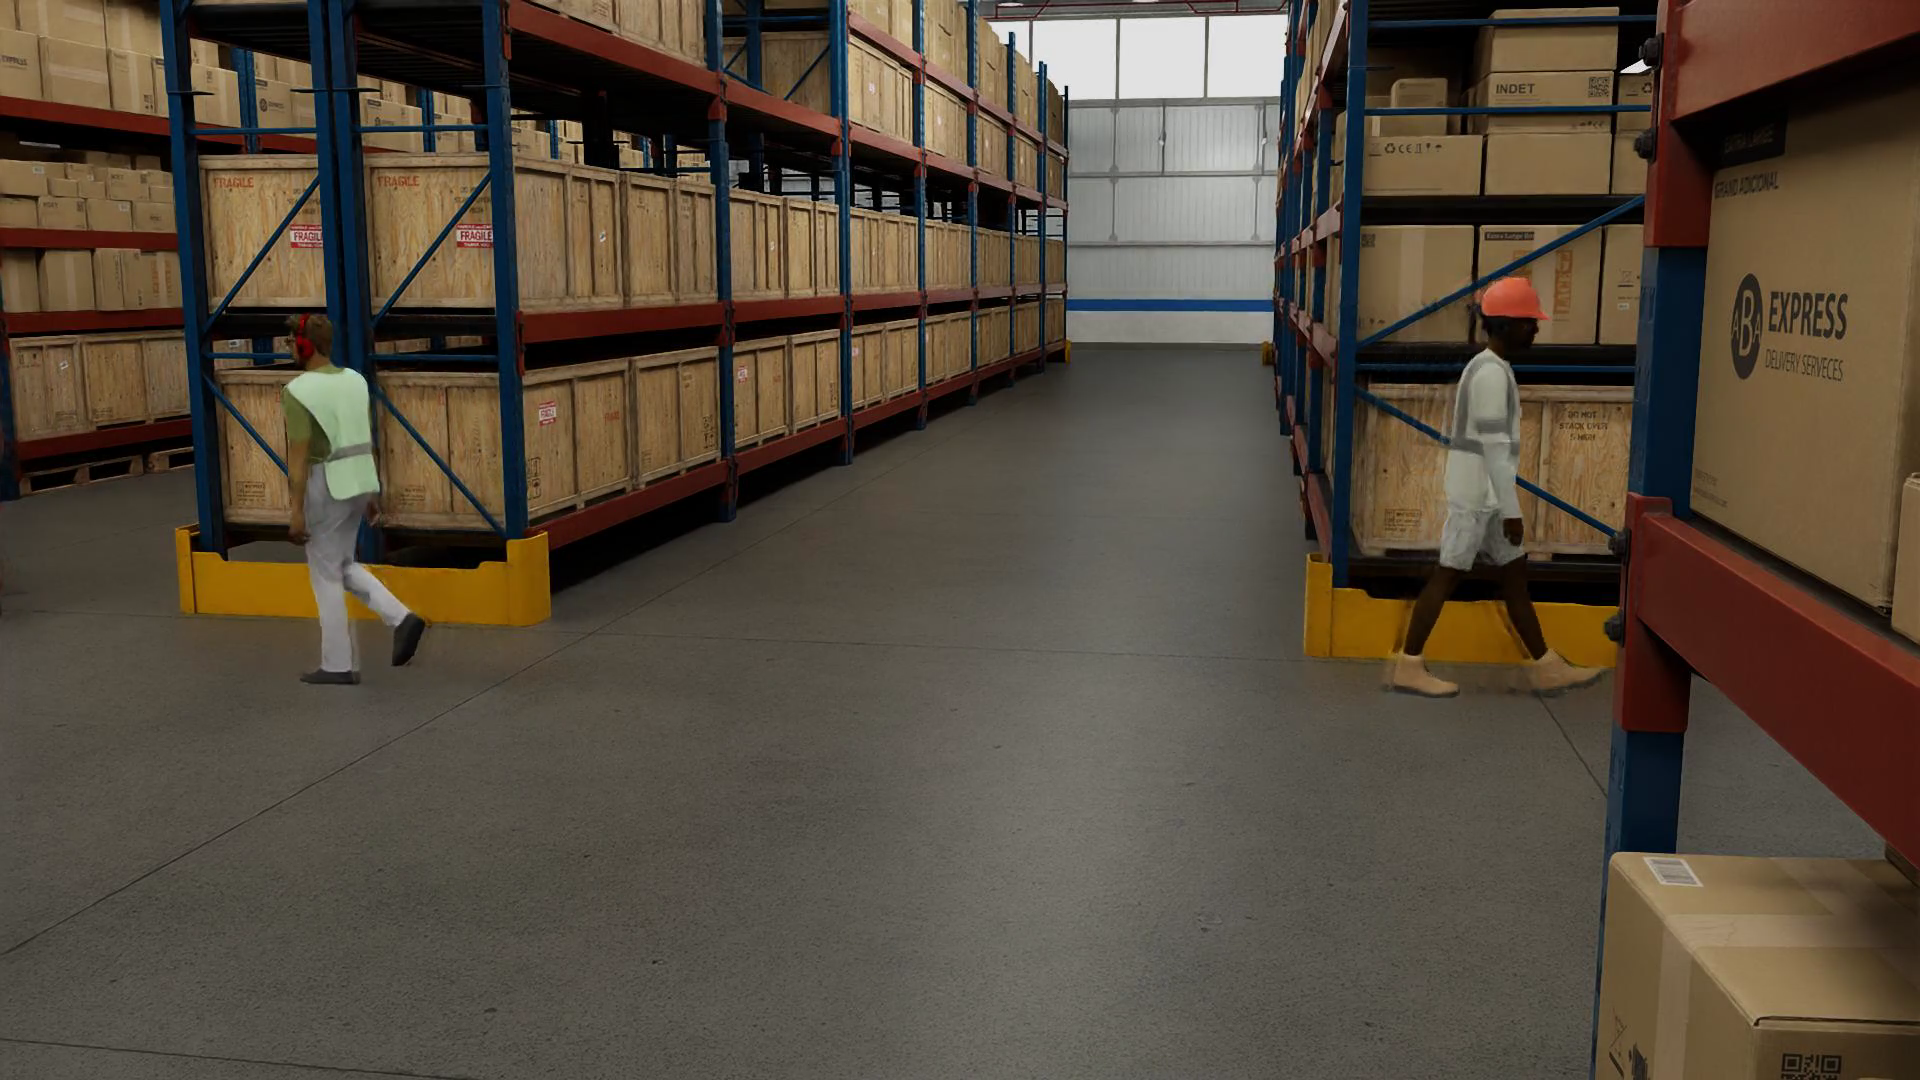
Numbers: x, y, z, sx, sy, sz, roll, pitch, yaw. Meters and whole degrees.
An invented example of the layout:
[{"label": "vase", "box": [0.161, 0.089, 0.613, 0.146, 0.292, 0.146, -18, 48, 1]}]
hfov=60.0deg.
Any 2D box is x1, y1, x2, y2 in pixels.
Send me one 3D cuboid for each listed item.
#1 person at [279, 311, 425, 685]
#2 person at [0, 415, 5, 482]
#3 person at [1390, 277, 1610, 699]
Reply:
[{"label": "person", "box": [-2.991, -0.189, 8.094, 0.527, 1.832, 0.581, 2, 9, 12]}, {"label": "person", "box": [-6.027, -0.490, 9.863, 0.661, 1.871, 0.846, -8, 12, -40]}, {"label": "person", "box": [2.534, -0.211, 7.750, 1.032, 1.985, 0.633, 4, 10, 21]}]
